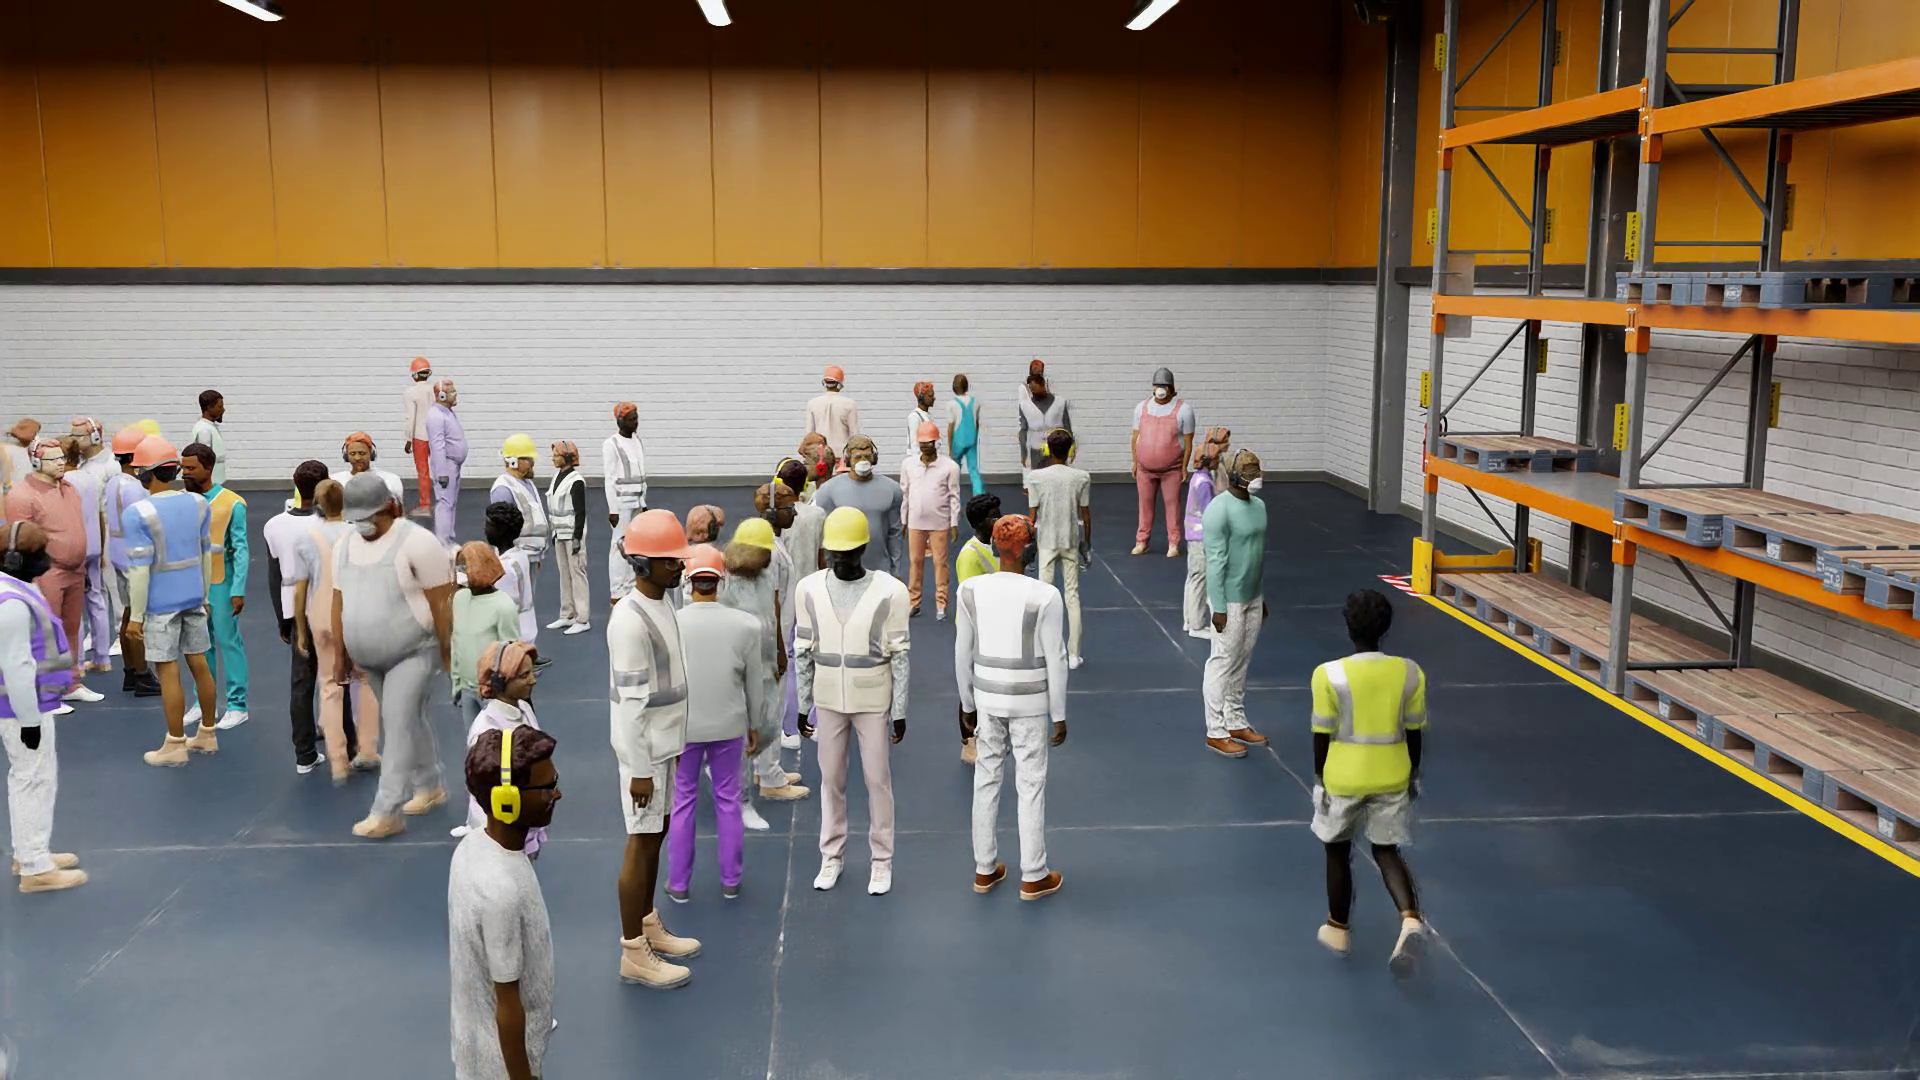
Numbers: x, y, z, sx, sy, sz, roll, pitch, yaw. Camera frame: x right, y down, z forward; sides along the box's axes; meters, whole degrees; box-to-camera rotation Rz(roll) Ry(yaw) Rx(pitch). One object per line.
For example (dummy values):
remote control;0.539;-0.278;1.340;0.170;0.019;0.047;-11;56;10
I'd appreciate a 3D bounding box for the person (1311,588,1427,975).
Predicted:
person;1.789;1.054;7.183;0.539;1.677;0.658;-2;9;-10

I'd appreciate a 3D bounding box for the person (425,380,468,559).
person;-5.483;-0.762;17.850;0.407;1.913;0.641;-1;9;-6

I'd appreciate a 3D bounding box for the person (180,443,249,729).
person;-5.020;0.302;11.144;0.588;1.920;0.391;3;10;18

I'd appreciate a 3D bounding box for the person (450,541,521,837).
person;-2.528;0.810;8.847;0.508;1.632;0.264;7;11;36

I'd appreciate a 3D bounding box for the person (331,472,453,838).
person;-3.152;0.574;9.057;0.707;2.000;0.916;4;10;24

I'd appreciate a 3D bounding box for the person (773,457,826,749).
person;-1.075;0.402;10.671;0.312;1.869;0.537;9;13;44

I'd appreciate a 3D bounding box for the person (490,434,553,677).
person;-3.322;0.108;12.626;0.404;1.835;0.590;0;9;2

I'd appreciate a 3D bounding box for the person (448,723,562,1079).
person;-1.186;1.399;4.413;0.309;1.868;0.534;-4;10;-23

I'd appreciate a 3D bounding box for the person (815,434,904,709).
person;-0.685;0.231;11.523;0.635;1.939;0.361;-3;10;-21

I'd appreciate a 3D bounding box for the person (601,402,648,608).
person;-3.022;-0.314;15.121;0.341;1.882;0.586;3;10;19

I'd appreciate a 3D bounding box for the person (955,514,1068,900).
person;0.259;0.808;8.082;0.581;1.882;0.351;5;10;26

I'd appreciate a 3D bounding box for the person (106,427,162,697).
person;-5.918;0.157;11.990;0.361;1.939;0.542;-8;12;-40

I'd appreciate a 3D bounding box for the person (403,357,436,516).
person;-6.740;-1.298;20.948;0.390;1.995;0.613;6;11;34

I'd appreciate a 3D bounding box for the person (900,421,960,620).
person;-0.279;-0.167;14.603;0.561;1.753;0.331;3;9;15

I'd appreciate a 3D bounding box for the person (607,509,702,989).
person;-1.293;0.878;7.141;0.391;2.040;0.615;0;9;1

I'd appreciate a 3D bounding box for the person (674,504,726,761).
person;-1.543;0.599;10.154;0.511;1.640;0.308;7;12;38

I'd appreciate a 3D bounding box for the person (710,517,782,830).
person;-1.206;0.719;9.143;0.470;1.719;0.505;6;11;32

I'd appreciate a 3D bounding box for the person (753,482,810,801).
person;-1.069;0.581;9.622;0.341;1.846;0.510;-2;9;-12

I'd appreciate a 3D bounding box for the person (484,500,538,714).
person;-2.684;0.609;9.910;0.318;1.697;0.533;-1;9;-8

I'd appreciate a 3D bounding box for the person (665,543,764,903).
person;-1.239;0.882;8.063;0.575;1.741;0.355;-3;10;-19

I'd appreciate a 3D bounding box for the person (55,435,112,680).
person;-6.631;0.132;12.486;0.357;1.836;0.511;3;10;19

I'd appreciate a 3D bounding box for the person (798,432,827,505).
person;-1.327;-0.157;14.951;0.279;1.628;0.504;6;11;32

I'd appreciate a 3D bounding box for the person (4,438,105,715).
person;-6.276;0.242;11.562;0.409;1.907;0.649;1;9;5

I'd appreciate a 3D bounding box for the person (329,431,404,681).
person;-4.382;0.141;12.261;0.584;1.882;0.344;-3;10;-20

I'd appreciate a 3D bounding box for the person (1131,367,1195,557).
person;2.152;-0.832;17.885;0.684;2.000;0.538;3;10;21

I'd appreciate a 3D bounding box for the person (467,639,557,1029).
person;-1.745;1.190;6.443;0.312;1.639;0.518;0;9;1

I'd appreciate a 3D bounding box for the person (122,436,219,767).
person;-4.885;0.380;10.262;0.386;2.045;0.605;4;10;23

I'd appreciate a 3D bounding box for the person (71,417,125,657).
person;-6.877;-0.025;13.238;0.651;1.906;0.403;4;10;23

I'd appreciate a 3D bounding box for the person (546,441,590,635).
person;-3.314;-0.026;14.080;0.308;1.641;0.511;-7;11;-38

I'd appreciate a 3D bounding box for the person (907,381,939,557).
person;-0.393;-0.769;17.982;0.352;1.883;0.579;2;9;12

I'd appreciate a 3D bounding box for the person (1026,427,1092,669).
person;0.752;0.067;12.775;0.531;1.870;0.317;-1;9;-5

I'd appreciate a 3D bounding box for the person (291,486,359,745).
person;-4.065;0.465;10.629;0.533;1.759;0.320;7;11;36

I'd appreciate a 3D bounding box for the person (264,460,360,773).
person;-3.885;0.473;10.071;0.593;1.919;0.392;1;9;8

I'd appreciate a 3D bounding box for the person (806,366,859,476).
person;-1.446;-0.998;19.067;0.623;1.992;0.396;2;9;10

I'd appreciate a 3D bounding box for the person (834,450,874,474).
person;-0.763;0.192;12.349;0.334;1.749;0.575;-1;9;-4

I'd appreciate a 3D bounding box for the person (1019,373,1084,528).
person;1.115;-1.066;19.915;0.817;1.869;0.372;0;9;-2

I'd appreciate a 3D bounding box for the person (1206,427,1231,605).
person;2.341;-0.220;15.294;0.309;1.639;0.522;3;9;16

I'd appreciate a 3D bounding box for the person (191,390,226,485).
person;-7.361;-0.517;16.330;0.392;1.910;0.588;-3;10;-20

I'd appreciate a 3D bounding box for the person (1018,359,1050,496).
person;1.039;-1.541;22.852;0.583;1.879;0.365;-8;12;-42

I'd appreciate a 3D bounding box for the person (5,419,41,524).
person;-9.339;-0.409;16.568;0.369;1.602;0.575;4;10;22

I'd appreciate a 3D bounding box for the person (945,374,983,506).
person;0.044;-1.182;20.872;0.508;1.802;0.990;-4;10;-24

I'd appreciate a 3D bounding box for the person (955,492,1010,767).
person;0.144;0.547;10.304;0.317;1.696;0.538;3;9;17

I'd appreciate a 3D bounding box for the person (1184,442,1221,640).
person;2.028;0.002;13.902;0.314;1.640;0.516;0;9;1

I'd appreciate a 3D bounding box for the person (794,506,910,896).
person;-0.533;0.782;8.137;0.586;1.920;0.397;2;9;13

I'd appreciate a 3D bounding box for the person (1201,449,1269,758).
person;1.762;0.387;10.548;0.372;1.940;0.632;7;11;36

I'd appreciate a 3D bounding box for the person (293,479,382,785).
person;-3.683;0.539;9.992;0.584;1.809;0.584;-1;9;-9

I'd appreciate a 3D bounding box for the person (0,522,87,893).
person;-4.610;0.816;8.219;0.431;1.833;0.641;-6;11;-31
